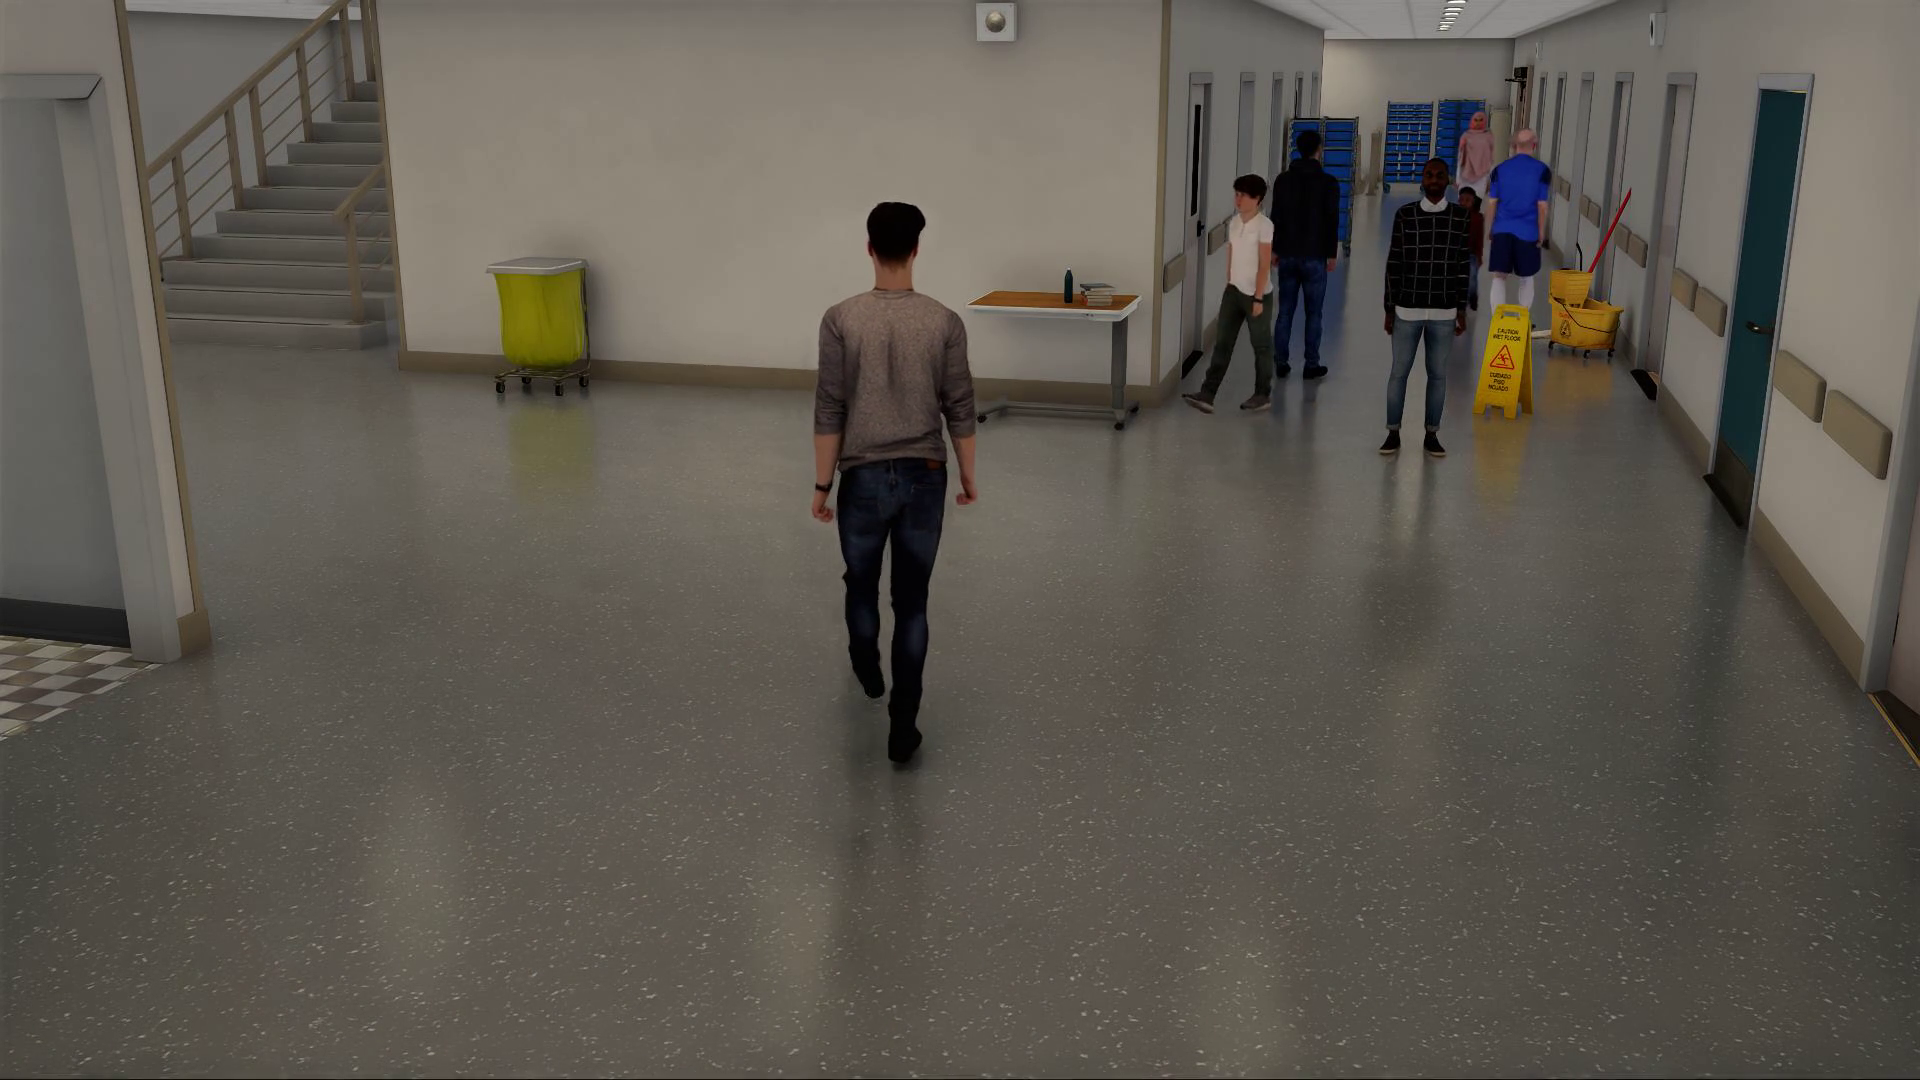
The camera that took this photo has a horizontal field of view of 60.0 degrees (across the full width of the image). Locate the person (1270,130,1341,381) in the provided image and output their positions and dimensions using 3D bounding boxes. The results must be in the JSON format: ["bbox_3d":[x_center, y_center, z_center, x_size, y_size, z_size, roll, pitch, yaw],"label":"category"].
[{"bbox_3d":[2.647,-2.203,12.861,0.730,1.891,0.649,8,18,27],"label":"person"}]

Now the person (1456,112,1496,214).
[{"bbox_3d":[6.897,-4.822,22.340,0.628,1.787,0.944,4,16,15],"label":"person"}]

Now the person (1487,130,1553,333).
[{"bbox_3d":[4.881,-2.664,14.648,0.824,1.808,0.974,7,17,23],"label":"person"}]

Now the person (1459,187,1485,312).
[{"bbox_3d":[4.928,-2.801,16.189,0.661,1.236,0.881,9,18,28],"label":"person"}]

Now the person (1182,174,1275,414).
[{"bbox_3d":[2.043,-1.673,11.466,1.115,1.628,0.957,-13,20,-39],"label":"person"}]

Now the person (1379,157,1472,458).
[{"bbox_3d":[2.880,-1.444,10.297,0.675,1.821,0.573,3,16,10],"label":"person"}]

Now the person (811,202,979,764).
[{"bbox_3d":[-0.228,-0.155,5.631,0.941,1.873,1.190,-1,16,-2],"label":"person"}]
